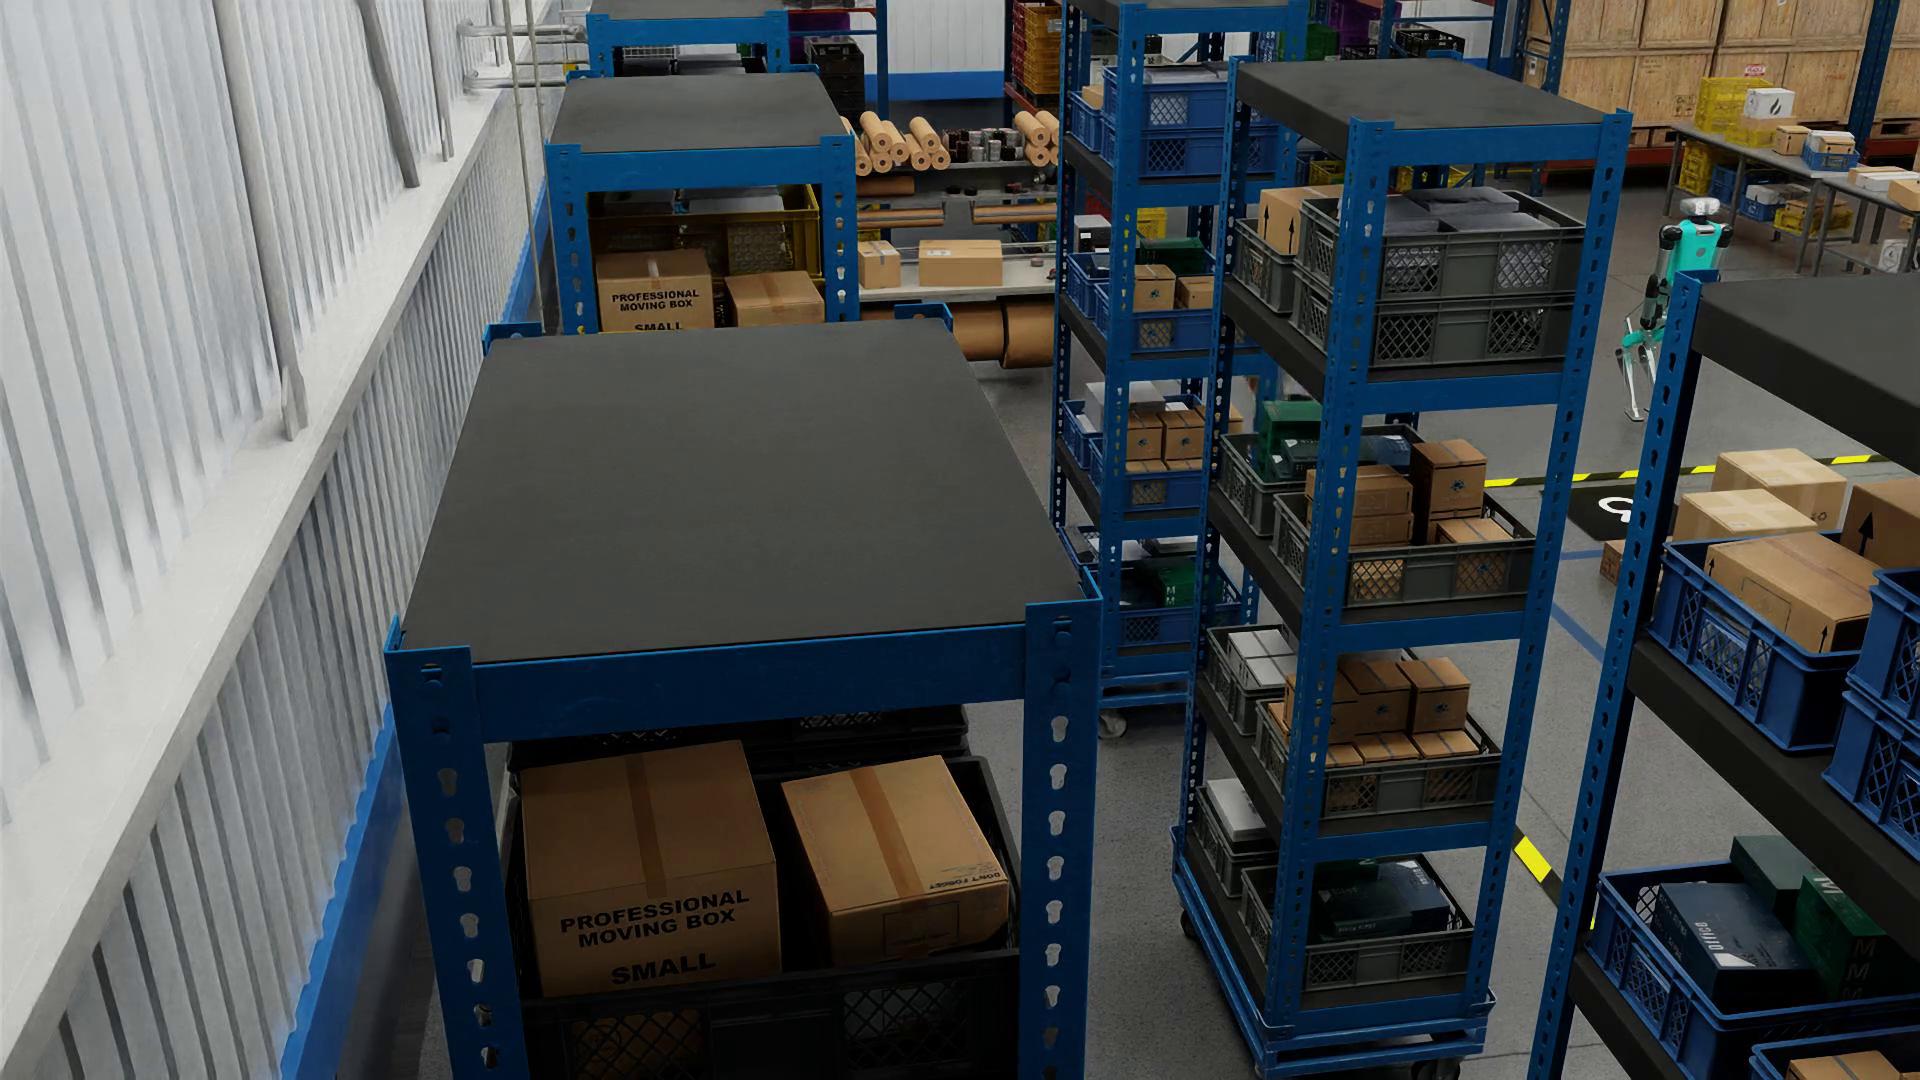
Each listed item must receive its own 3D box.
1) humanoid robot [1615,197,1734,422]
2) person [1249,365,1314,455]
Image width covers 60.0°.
[{"bbox_3d":[5.108,-1.714,12.107,0.533,1.677,0.735,-4,25,-9],"label":"humanoid robot"},{"bbox_3d":[2.168,-1.135,10.951,0.613,1.791,0.829,5,25,11],"label":"person"}]
